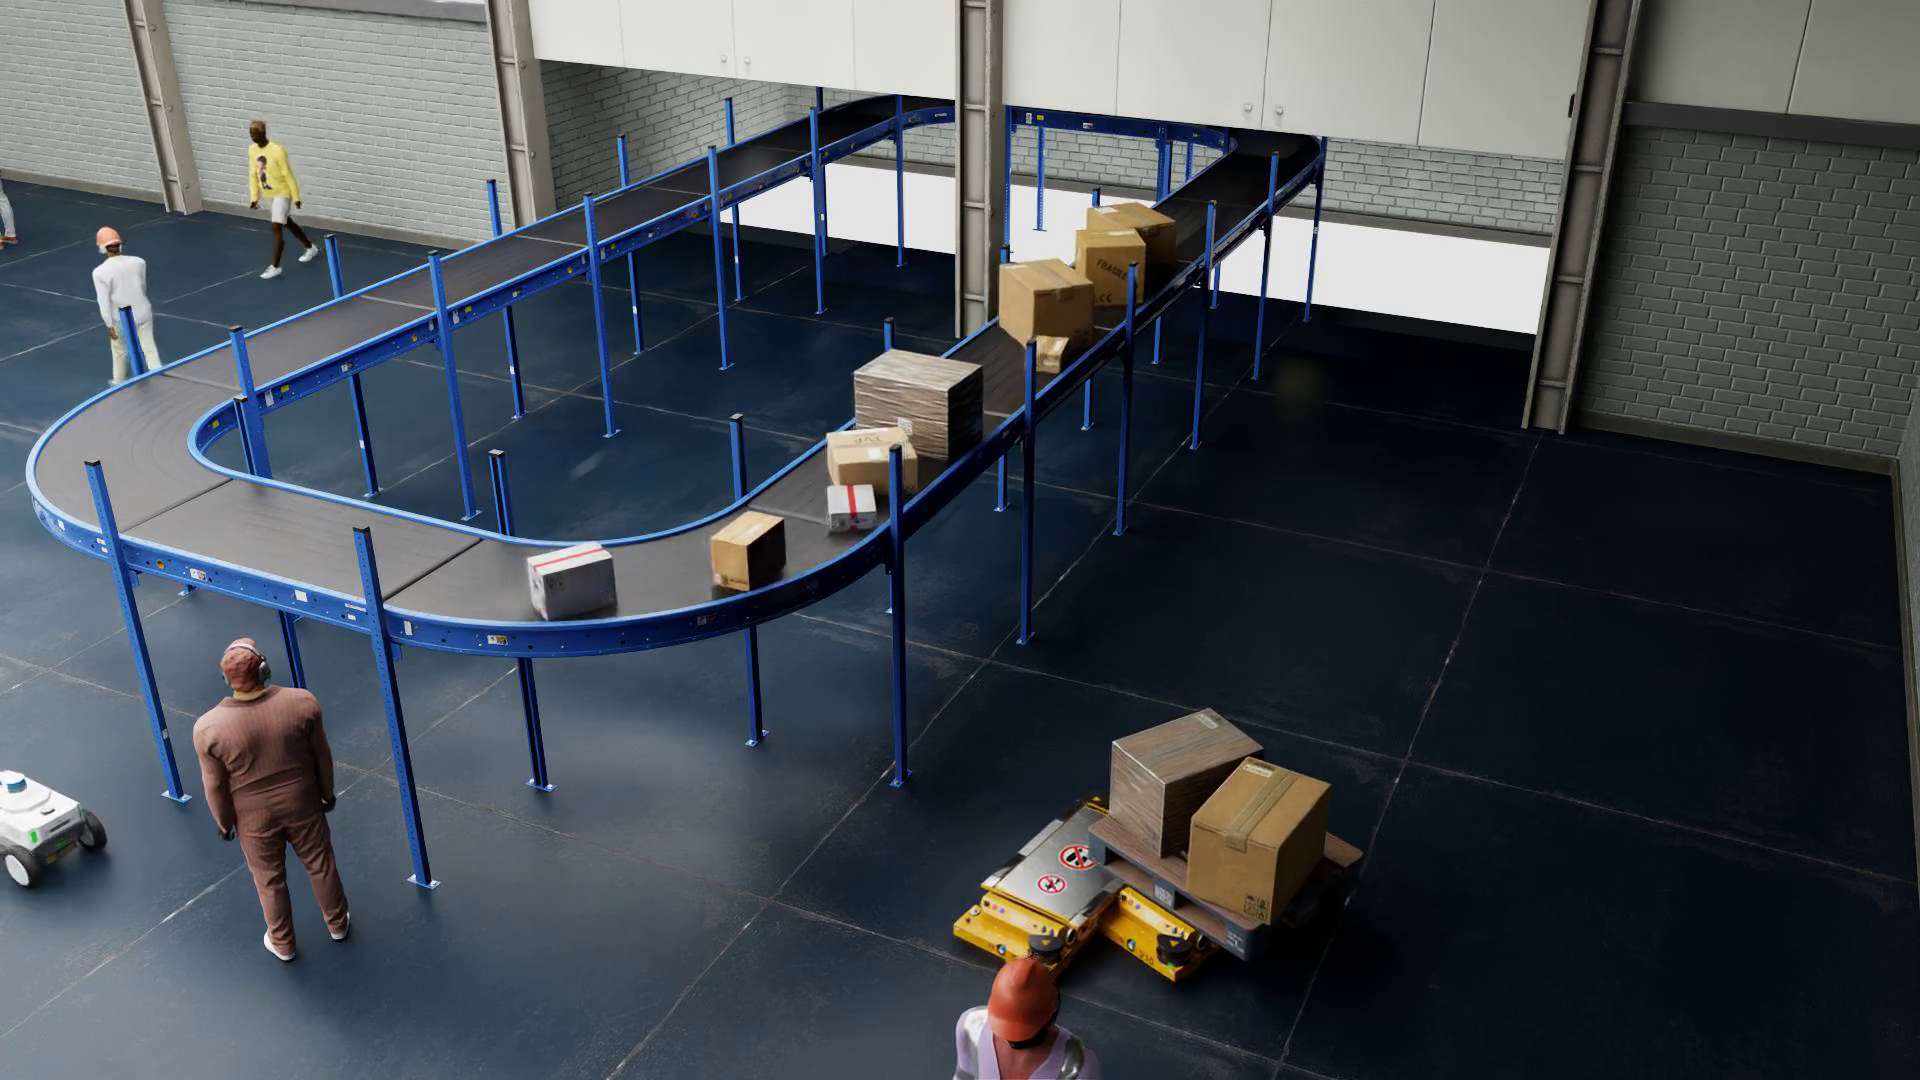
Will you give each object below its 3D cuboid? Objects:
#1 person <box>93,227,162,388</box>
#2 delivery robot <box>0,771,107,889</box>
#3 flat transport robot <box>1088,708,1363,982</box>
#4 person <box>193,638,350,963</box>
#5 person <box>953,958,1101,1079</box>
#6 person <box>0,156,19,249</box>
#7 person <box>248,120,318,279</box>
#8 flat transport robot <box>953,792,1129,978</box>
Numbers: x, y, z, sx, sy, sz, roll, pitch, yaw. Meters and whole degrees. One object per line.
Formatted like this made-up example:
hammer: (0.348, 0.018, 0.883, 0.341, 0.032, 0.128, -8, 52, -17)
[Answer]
person: (-8.214, -2.223, 16.322, 0.824, 1.711, 0.554, 19, 32, 34)
delivery robot: (-5.490, 1.668, 9.815, 0.811, 0.613, 0.499, 15, 30, 27)
flat transport robot: (1.476, 1.985, 9.476, 1.431, 0.231, 0.659, -21, 34, -36)
person: (-3.648, 1.386, 8.848, 0.641, 1.905, 0.403, -16, 30, -29)
person: (0.235, 2.457, 6.549, 0.605, 2.035, 0.397, 13, 29, 25)
person: (-12.318, -4.634, 20.937, 0.370, 1.940, 0.627, 8, 27, 15)
person: (-8.254, -4.183, 20.135, 0.555, 1.846, 1.003, 11, 29, 22)
flat transport robot: (0.642, 1.952, 9.543, 0.659, 0.231, 1.431, 18, 32, 32)
